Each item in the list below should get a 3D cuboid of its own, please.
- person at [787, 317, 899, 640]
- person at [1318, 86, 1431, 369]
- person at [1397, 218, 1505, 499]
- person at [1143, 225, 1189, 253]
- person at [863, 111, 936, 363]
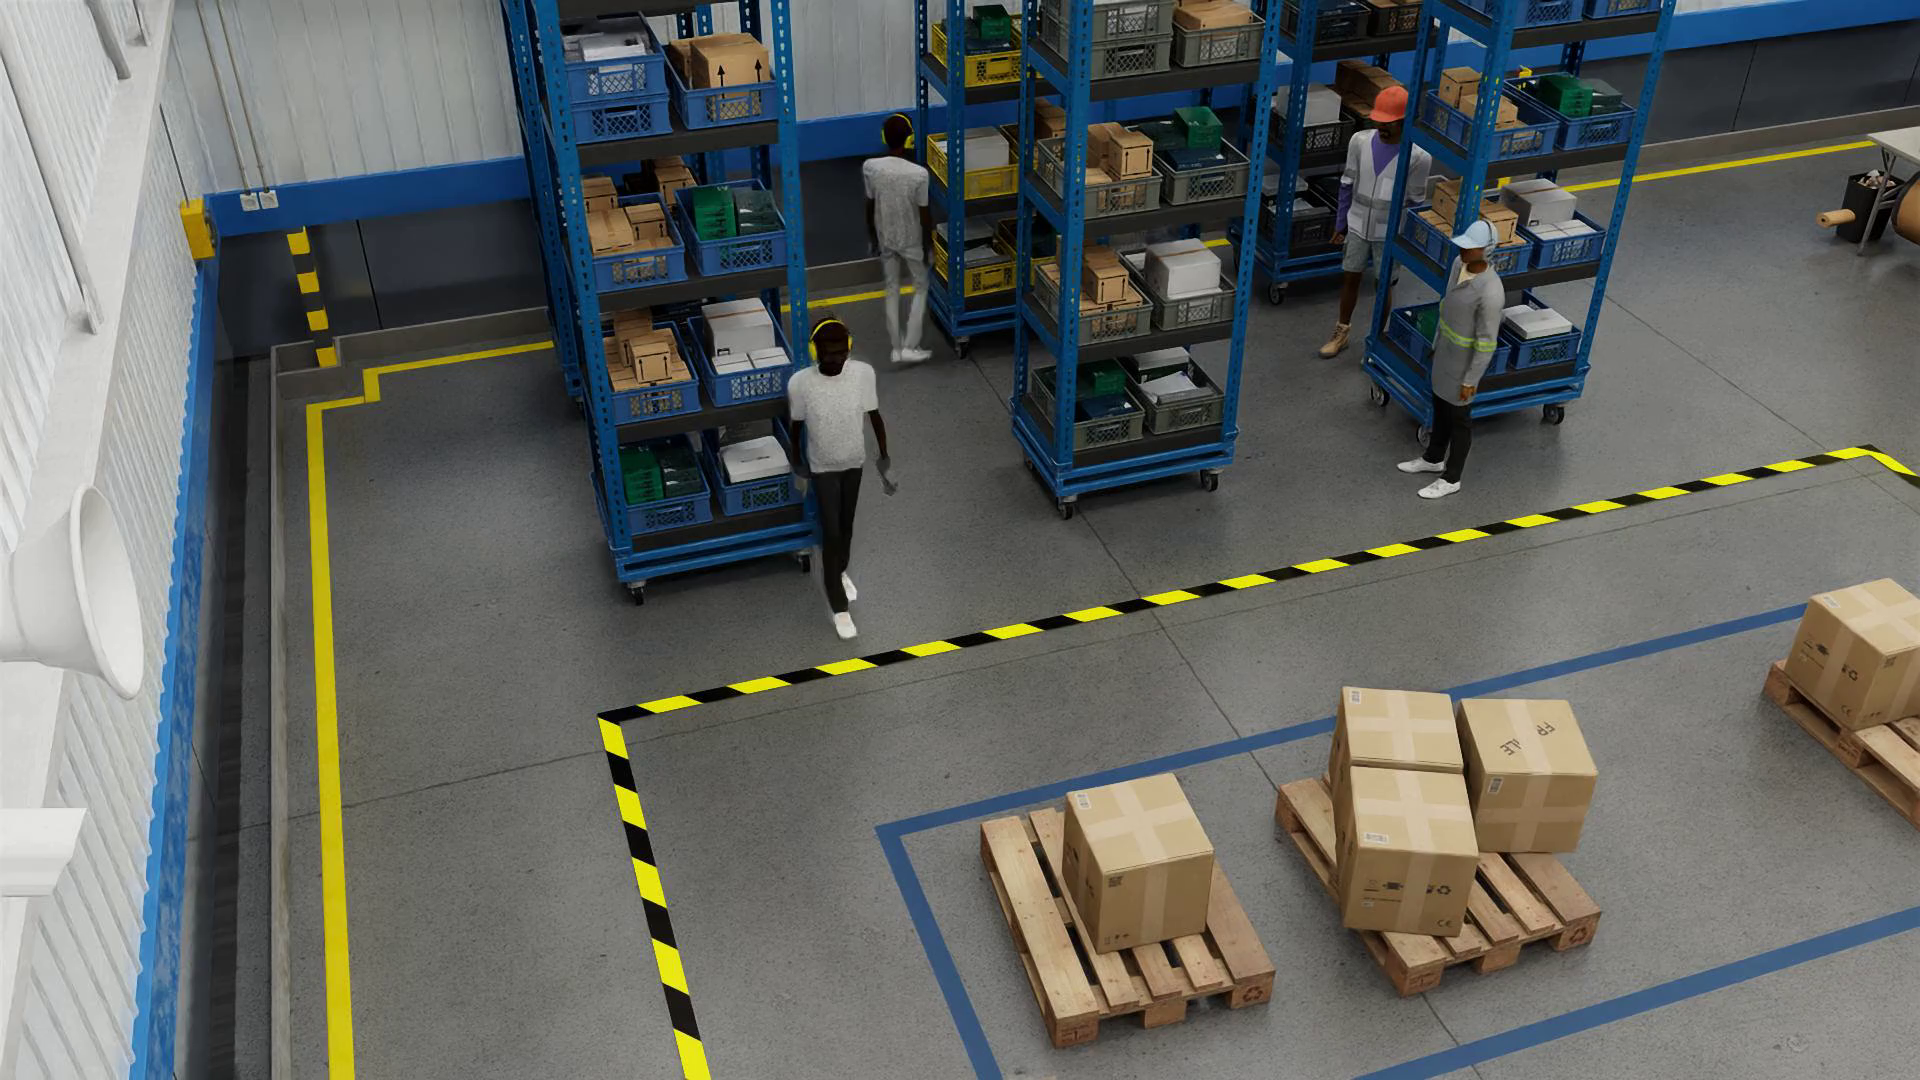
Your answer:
[{"bbox_3d":[-0.614,-0.337,9.168,0.531,1.846,0.784,-13,37,-18],"label":"person"},{"bbox_3d":[2.887,-2.163,11.586,0.606,2.043,0.376,22,41,28],"label":"person"},{"bbox_3d":[3.057,-1.120,10.269,0.367,1.852,0.594,-6,36,-8],"label":"person"},{"bbox_3d":[1.385,-1.838,11.395,0.524,1.718,0.504,-19,40,-25],"label":"person"},{"bbox_3d":[-0.407,-2.091,11.645,0.516,1.859,0.364,11,37,15],"label":"person"}]
